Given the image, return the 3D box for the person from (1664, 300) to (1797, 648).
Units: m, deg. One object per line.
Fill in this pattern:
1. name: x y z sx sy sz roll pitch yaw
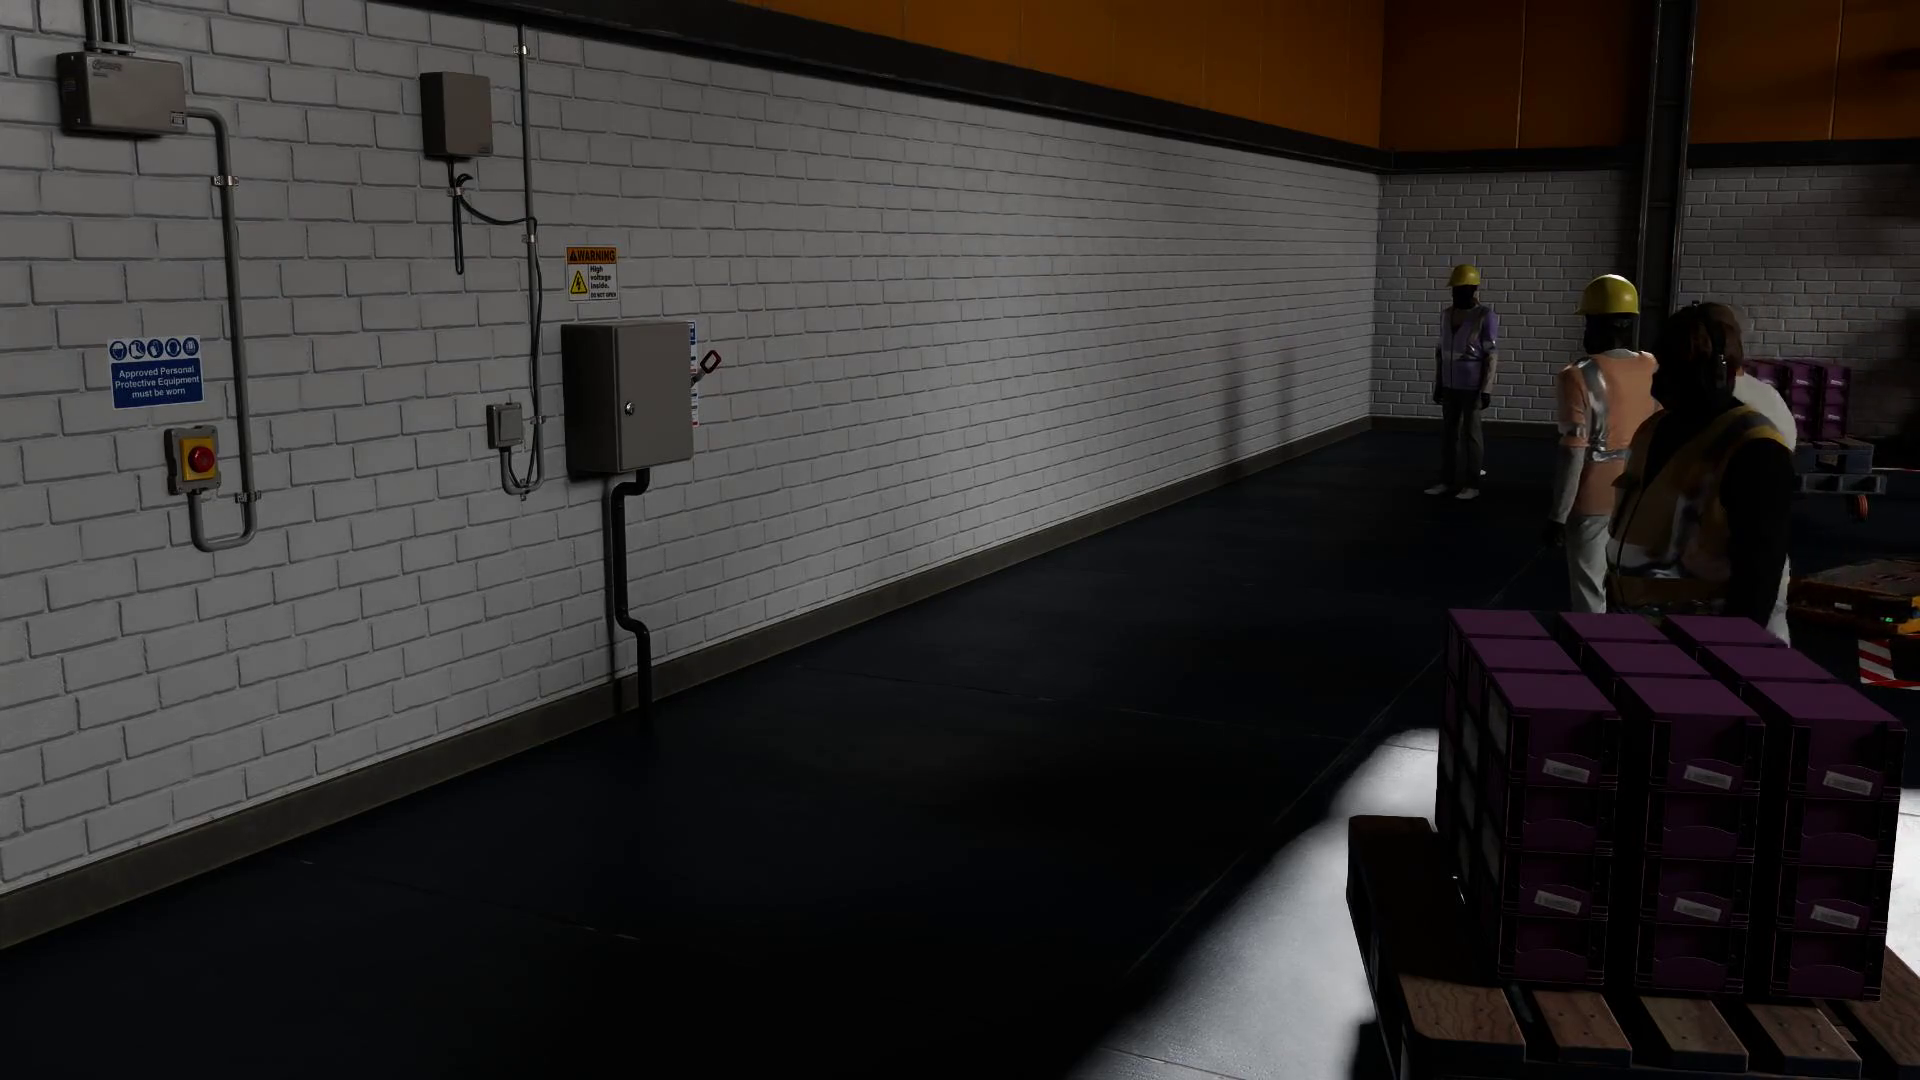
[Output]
1. person: 2.437 0.160 5.446 0.688 1.865 1.033 -6 12 -32

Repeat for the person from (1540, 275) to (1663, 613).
1. person: 2.778 -0.175 7.211 0.585 1.929 0.377 -4 11 -24

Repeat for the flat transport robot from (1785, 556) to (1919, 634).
1. flat transport robot: 5.240 0.292 9.301 1.431 0.197 0.652 -7 12 -36

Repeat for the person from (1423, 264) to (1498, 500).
1. person: 4.134 -1.293 13.690 0.383 1.928 0.588 -6 11 -30

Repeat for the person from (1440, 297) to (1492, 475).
1. person: 4.601 -1.401 15.153 0.507 1.636 0.272 7 12 37

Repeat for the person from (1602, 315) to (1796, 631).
1. person: 2.126 0.262 4.932 0.429 1.842 0.633 -2 10 -12
